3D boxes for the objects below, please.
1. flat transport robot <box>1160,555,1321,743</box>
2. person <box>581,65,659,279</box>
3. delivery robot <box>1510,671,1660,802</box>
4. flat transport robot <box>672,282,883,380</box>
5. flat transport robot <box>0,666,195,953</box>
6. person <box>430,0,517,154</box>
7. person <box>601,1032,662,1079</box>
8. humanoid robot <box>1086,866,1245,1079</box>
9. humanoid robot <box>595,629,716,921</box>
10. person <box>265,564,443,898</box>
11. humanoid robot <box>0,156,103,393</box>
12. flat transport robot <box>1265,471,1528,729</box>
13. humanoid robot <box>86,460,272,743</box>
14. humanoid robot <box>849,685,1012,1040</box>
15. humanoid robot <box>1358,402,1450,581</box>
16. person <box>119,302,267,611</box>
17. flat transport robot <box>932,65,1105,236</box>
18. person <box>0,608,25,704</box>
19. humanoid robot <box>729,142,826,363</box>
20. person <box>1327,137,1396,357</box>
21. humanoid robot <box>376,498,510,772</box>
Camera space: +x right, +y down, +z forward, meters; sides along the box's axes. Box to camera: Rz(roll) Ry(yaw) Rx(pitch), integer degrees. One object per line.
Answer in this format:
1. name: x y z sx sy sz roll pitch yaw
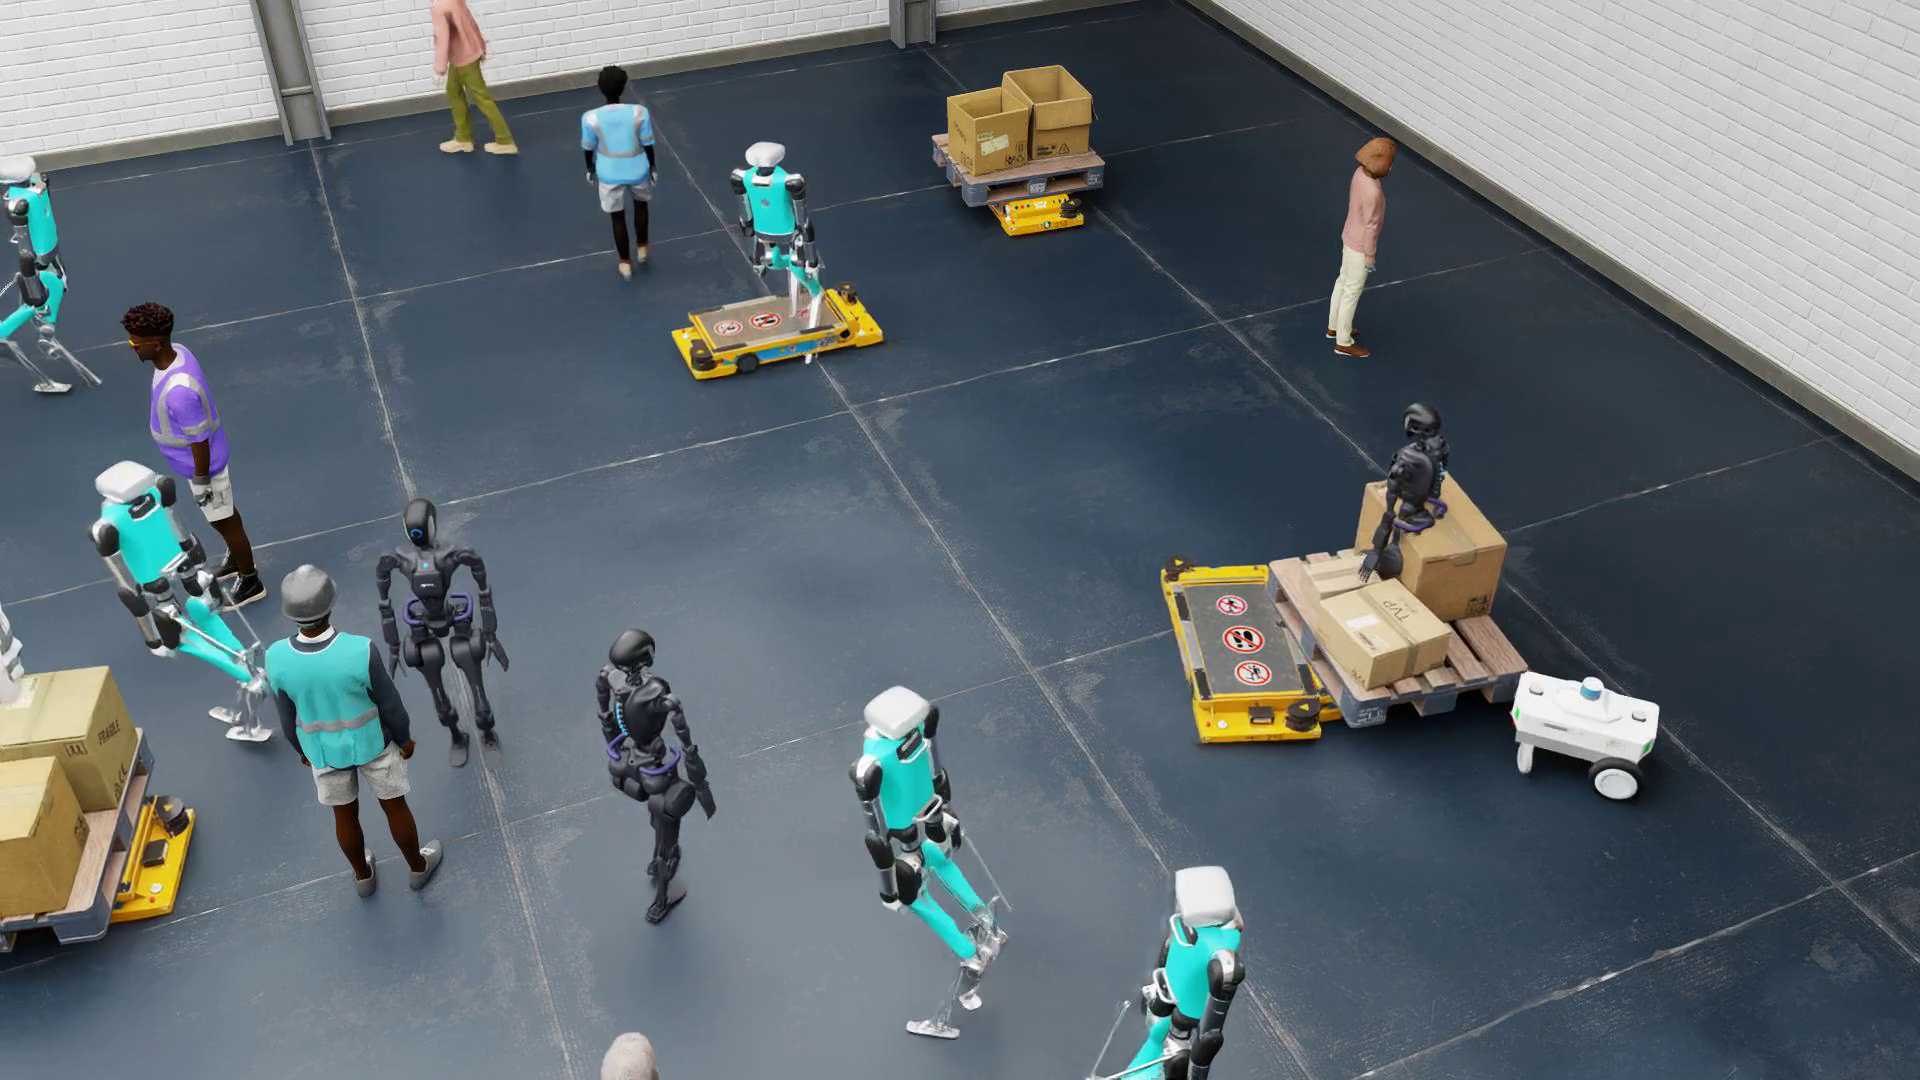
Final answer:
1. flat transport robot: 1.583 0.595 9.499 0.659 0.231 1.431 -2 38 -3
2. person: -2.614 -2.873 12.853 0.551 1.674 0.576 -9 38 -11
3. delivery robot: 3.301 1.000 8.753 0.785 0.614 0.522 14 40 18
4. flat transport robot: -1.354 -1.549 12.289 1.431 0.231 0.659 -14 40 -18
5. flat transport robot: -4.571 1.632 8.149 1.431 0.231 0.659 -6 38 -8
6. person: -4.366 -4.177 14.468 0.791 1.776 0.543 -2 38 -3
7. person: -1.108 2.337 6.084 0.503 1.664 0.875 -3 38 -4
8. humanoid robot: 0.629 1.989 6.518 1.020 1.771 0.536 -7 38 -9
9. humanoid robot: -1.422 1.063 7.735 0.603 1.645 0.472 21 42 25
10. person: -2.820 0.930 7.693 0.552 1.940 0.418 -5 38 -7
11. humanoid robot: -6.404 -1.735 11.350 0.814 1.799 0.539 -4 38 -5
12. flat transport robot: 2.423 0.662 9.412 1.431 0.231 0.659 -9 38 -11
13. humanoid robot: -3.843 0.410 8.538 0.834 1.778 0.530 11 39 14
14. humanoid robot: -0.052 1.447 7.179 0.781 1.751 0.554 21 42 25
15. humanoid robot: 2.472 -0.025 9.151 0.598 1.642 0.348 -31 47 -34
16. person: -4.368 -0.479 9.506 0.368 1.965 0.605 -18 41 -22
17. flat transport robot: 0.498 -3.027 14.214 0.659 0.231 1.431 -12 39 -15
18. person: -4.700 0.665 8.084 0.350 1.881 0.575 -30 46 -33
19. humanoid robot: -1.203 -2.083 11.792 0.551 1.769 0.841 9 39 12
20. person: 2.872 -2.106 11.892 0.279 1.633 0.497 -1 38 -1
21. humanoid robot: -2.624 0.517 8.445 0.601 1.641 0.403 -7 38 -9
